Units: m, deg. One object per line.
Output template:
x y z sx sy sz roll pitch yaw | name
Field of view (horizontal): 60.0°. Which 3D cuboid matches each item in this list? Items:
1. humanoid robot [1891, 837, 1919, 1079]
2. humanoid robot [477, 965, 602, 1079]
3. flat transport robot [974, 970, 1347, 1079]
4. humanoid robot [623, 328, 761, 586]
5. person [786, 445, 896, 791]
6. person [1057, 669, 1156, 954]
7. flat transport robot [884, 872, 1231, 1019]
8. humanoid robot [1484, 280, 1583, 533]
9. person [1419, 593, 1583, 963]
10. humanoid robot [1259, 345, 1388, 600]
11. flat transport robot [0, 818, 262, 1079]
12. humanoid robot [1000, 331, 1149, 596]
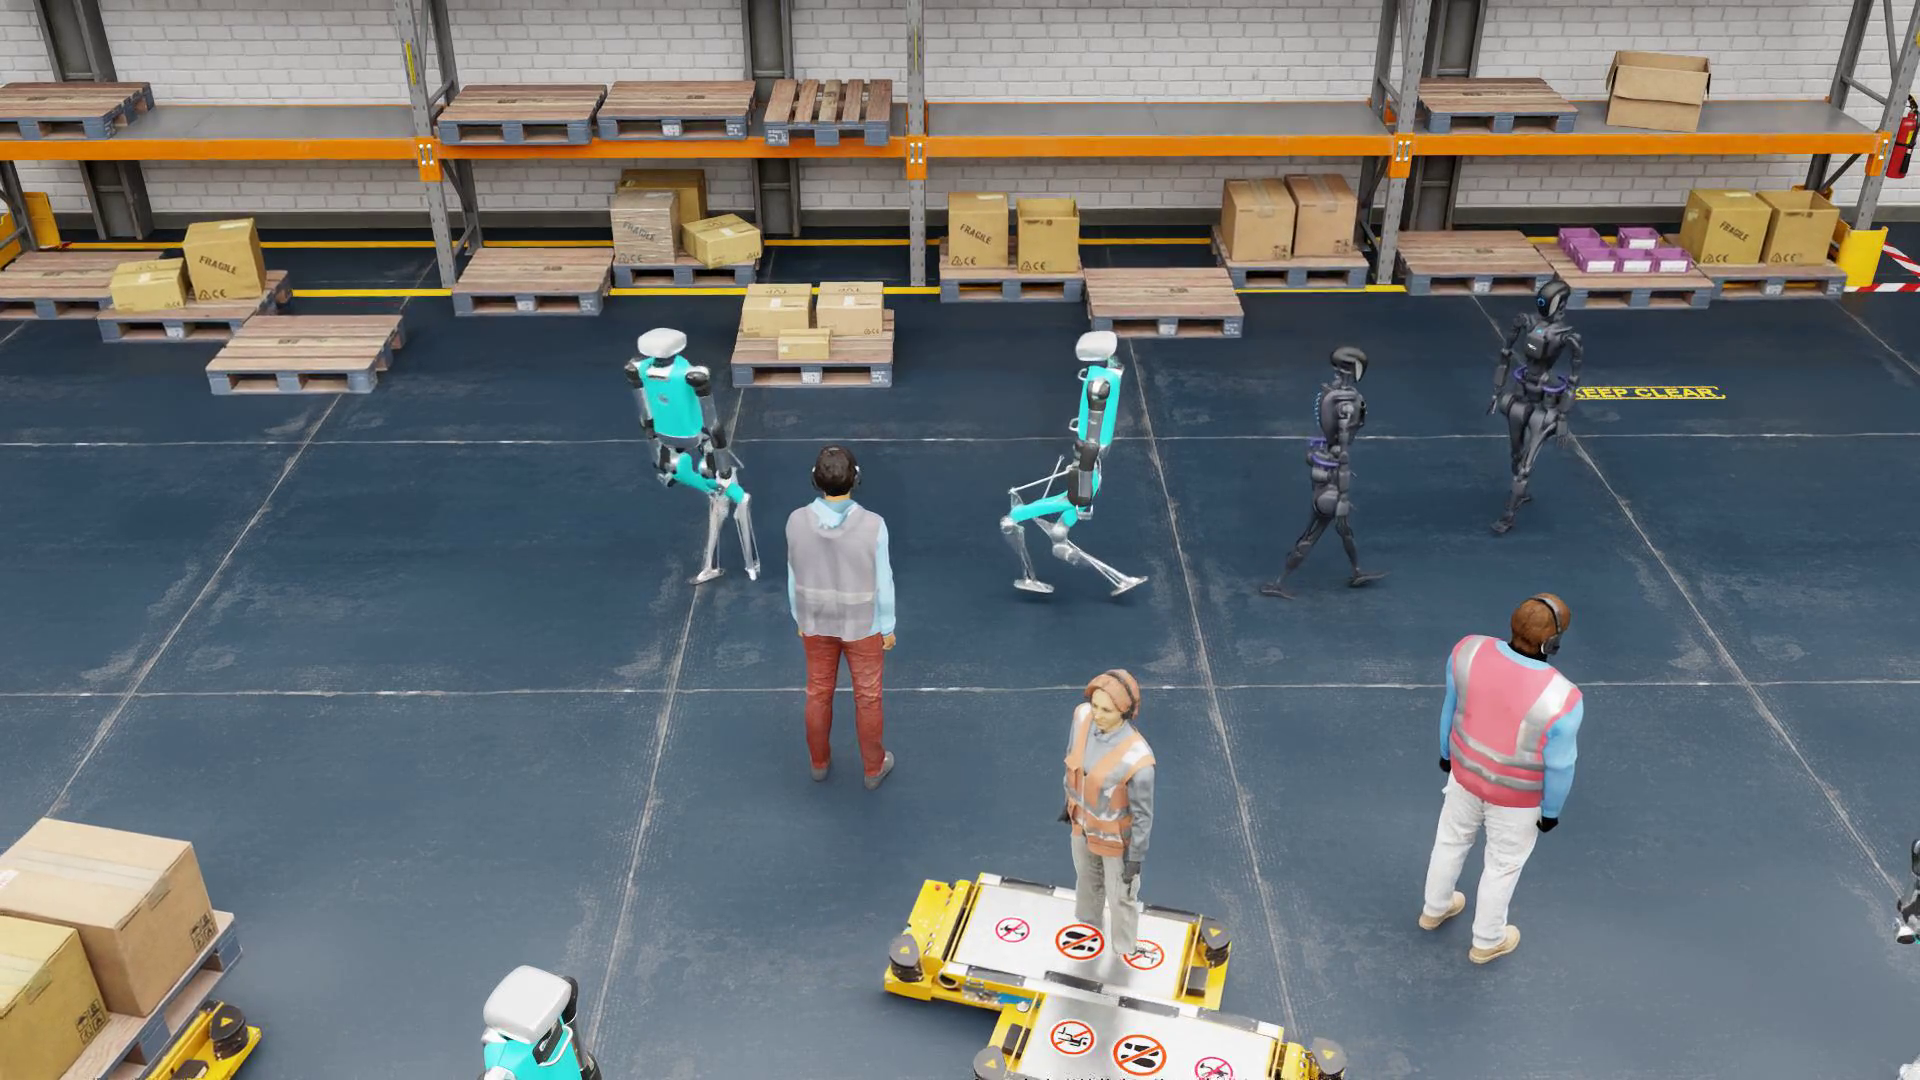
3.992 1.562 6.412 0.778 1.796 0.550 -3 31 -5 | humanoid robot
-1.093 2.084 5.386 0.735 1.677 0.533 7 32 11 | humanoid robot
0.809 2.186 6.771 1.431 0.231 0.659 10 32 16 | flat transport robot
-1.503 -0.510 9.849 0.597 1.785 0.821 11 33 18 | humanoid robot
-0.583 0.411 8.174 0.536 1.872 0.415 7 32 11 | person
0.611 1.230 7.027 0.304 1.642 0.521 -19 36 -28 | person
0.443 1.843 7.343 1.431 0.231 0.659 8 32 13 | flat transport robot
3.568 -0.854 10.476 0.660 1.637 0.609 -23 38 -33 | humanoid robot
2.343 1.023 7.197 0.431 1.837 0.629 -24 38 -34 | person
2.209 -0.376 9.708 0.789 1.621 0.584 2 31 4 | humanoid robot
-3.722 2.126 6.872 1.431 0.231 0.659 7 32 11 | flat transport robot
0.614 -0.384 9.625 1.028 1.735 0.564 6 31 9 | humanoid robot
